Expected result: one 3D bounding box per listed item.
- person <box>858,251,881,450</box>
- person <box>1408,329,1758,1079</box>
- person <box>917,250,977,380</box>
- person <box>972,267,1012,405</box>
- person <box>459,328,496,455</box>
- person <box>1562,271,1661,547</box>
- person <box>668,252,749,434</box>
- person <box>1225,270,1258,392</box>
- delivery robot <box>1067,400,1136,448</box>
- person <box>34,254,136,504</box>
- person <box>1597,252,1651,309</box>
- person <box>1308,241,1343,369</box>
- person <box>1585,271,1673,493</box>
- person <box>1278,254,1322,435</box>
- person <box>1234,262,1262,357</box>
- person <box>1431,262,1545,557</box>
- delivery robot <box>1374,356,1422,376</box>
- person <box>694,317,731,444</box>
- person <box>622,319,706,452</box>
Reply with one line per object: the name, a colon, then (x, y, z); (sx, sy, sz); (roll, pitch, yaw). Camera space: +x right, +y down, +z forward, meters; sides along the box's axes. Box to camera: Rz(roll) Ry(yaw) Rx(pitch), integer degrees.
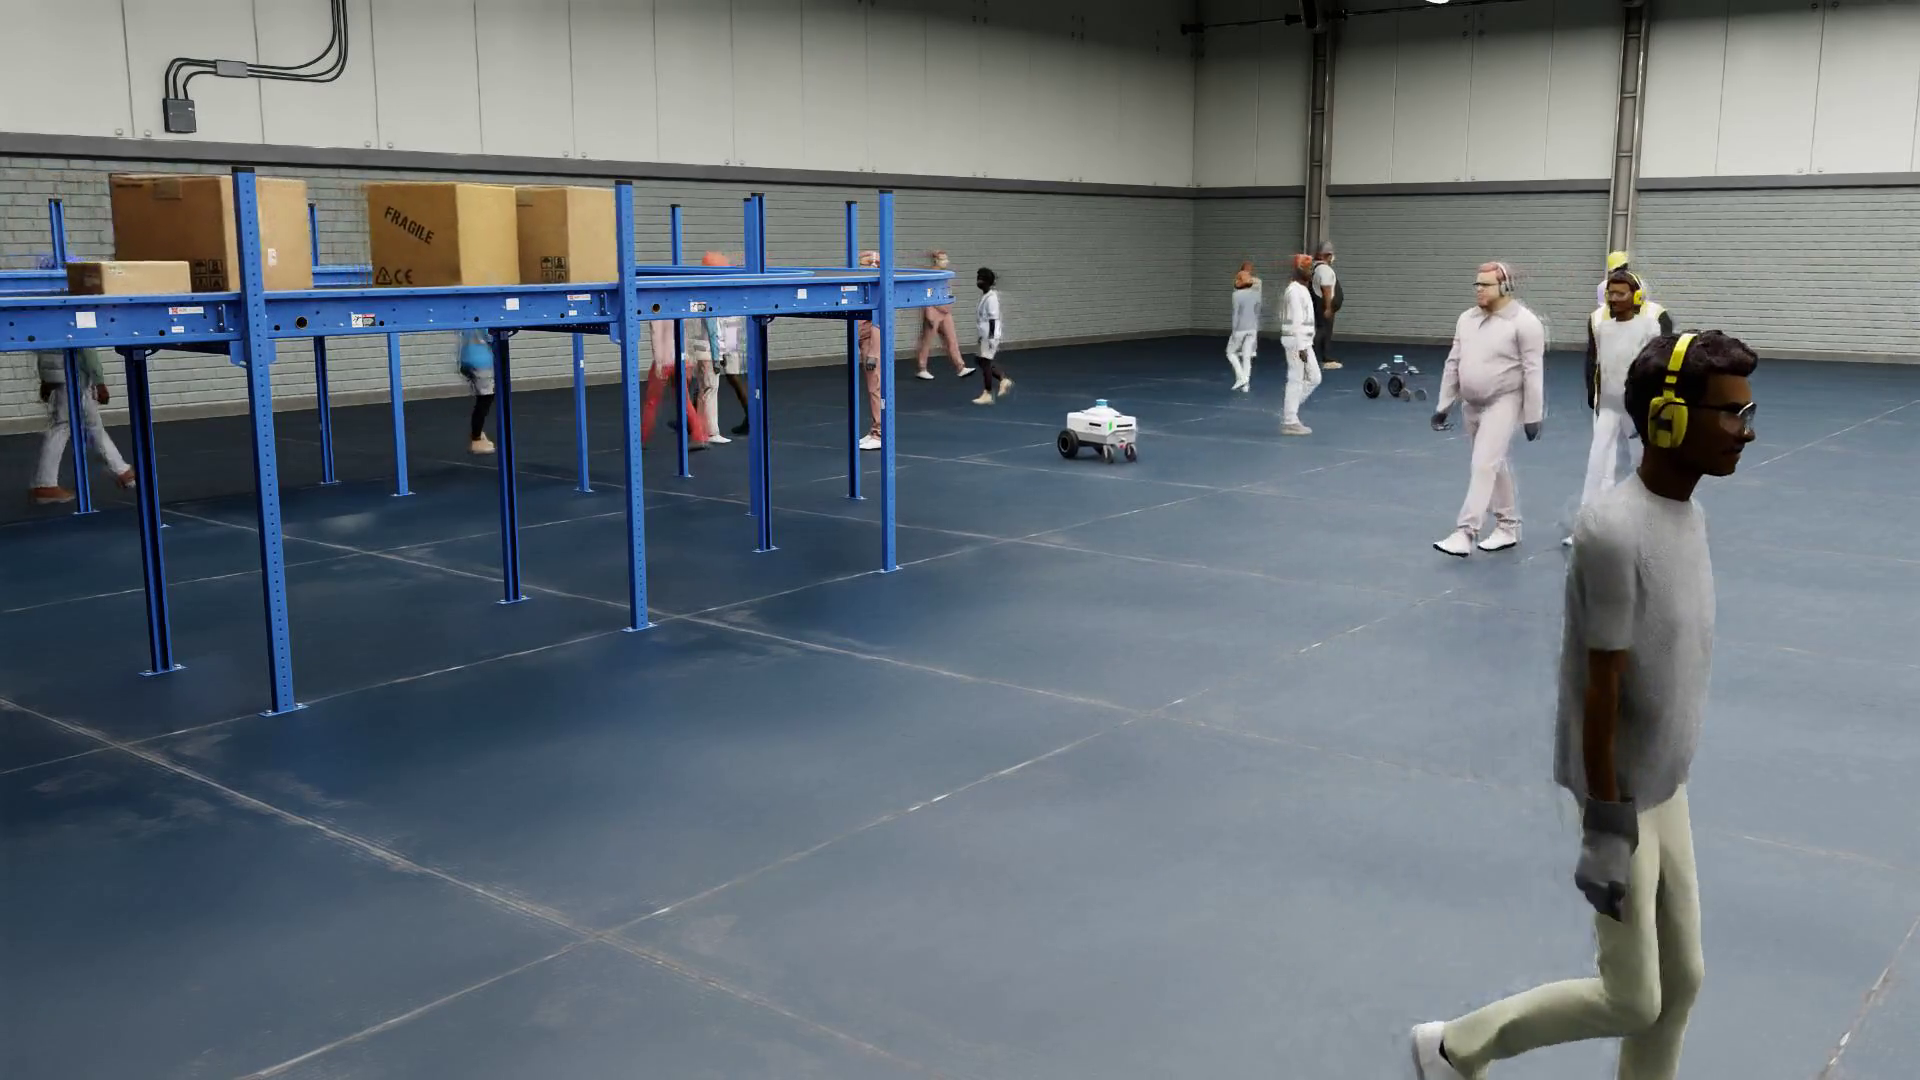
person: (-0.861, -1.843, 16.168); (0.411, 1.913, 0.643); (-1, 10, -5)
person: (1.299, 0.499, 3.365); (0.598, 1.851, 0.532); (9, 14, 42)
person: (-0.249, -3.232, 23.991); (0.997, 1.855, 0.673); (8, 13, 37)
person: (0.386, -2.518, 20.521); (0.441, 1.682, 0.545); (-2, 10, -9)
person: (-4.526, -1.658, 15.790); (0.469, 1.673, 0.573); (-9, 14, -42)
person: (4.408, -0.863, 11.009); (0.995, 1.825, 0.536); (-8, 13, -38)
person: (-2.546, -2.042, 17.349); (0.948, 1.887, 0.548); (3, 11, 16)
person: (3.774, -2.783, 22.202); (0.496, 1.616, 0.362); (-7, 12, -33)
delivery robot: (1.312, -1.061, 15.445); (0.477, 0.478, 0.707); (-7, 12, -32)
person: (-6.827, -1.263, 12.971); (0.646, 1.895, 1.002); (9, 14, 41)
person: (7.795, -2.432, 19.531); (0.697, 1.880, 0.392); (1, 10, 3)
person: (5.637, -3.688, 26.150); (0.782, 2.000, 0.689); (-1, 10, -4)
person: (5.137, -1.165, 12.775); (0.643, 1.799, 0.706); (7, 12, 33)
person: (3.558, -2.030, 17.319); (0.412, 1.868, 0.581); (5, 11, 25)
person: (4.986, -4.005, 28.917); (0.499, 1.634, 0.285); (0, 10, -1)
person: (3.316, -0.829, 10.666); (0.948, 1.865, 0.641); (-5, 11, -26)
delivery robot: (5.610, -2.246, 21.298); (0.335, 0.223, 0.698); (-5, 12, -27)
person: (-2.499, -1.789, 16.623); (0.308, 1.640, 0.511); (-4, 11, -22)
person: (-2.809, -1.690, 15.876); (0.895, 1.706, 0.546); (5, 11, 25)
